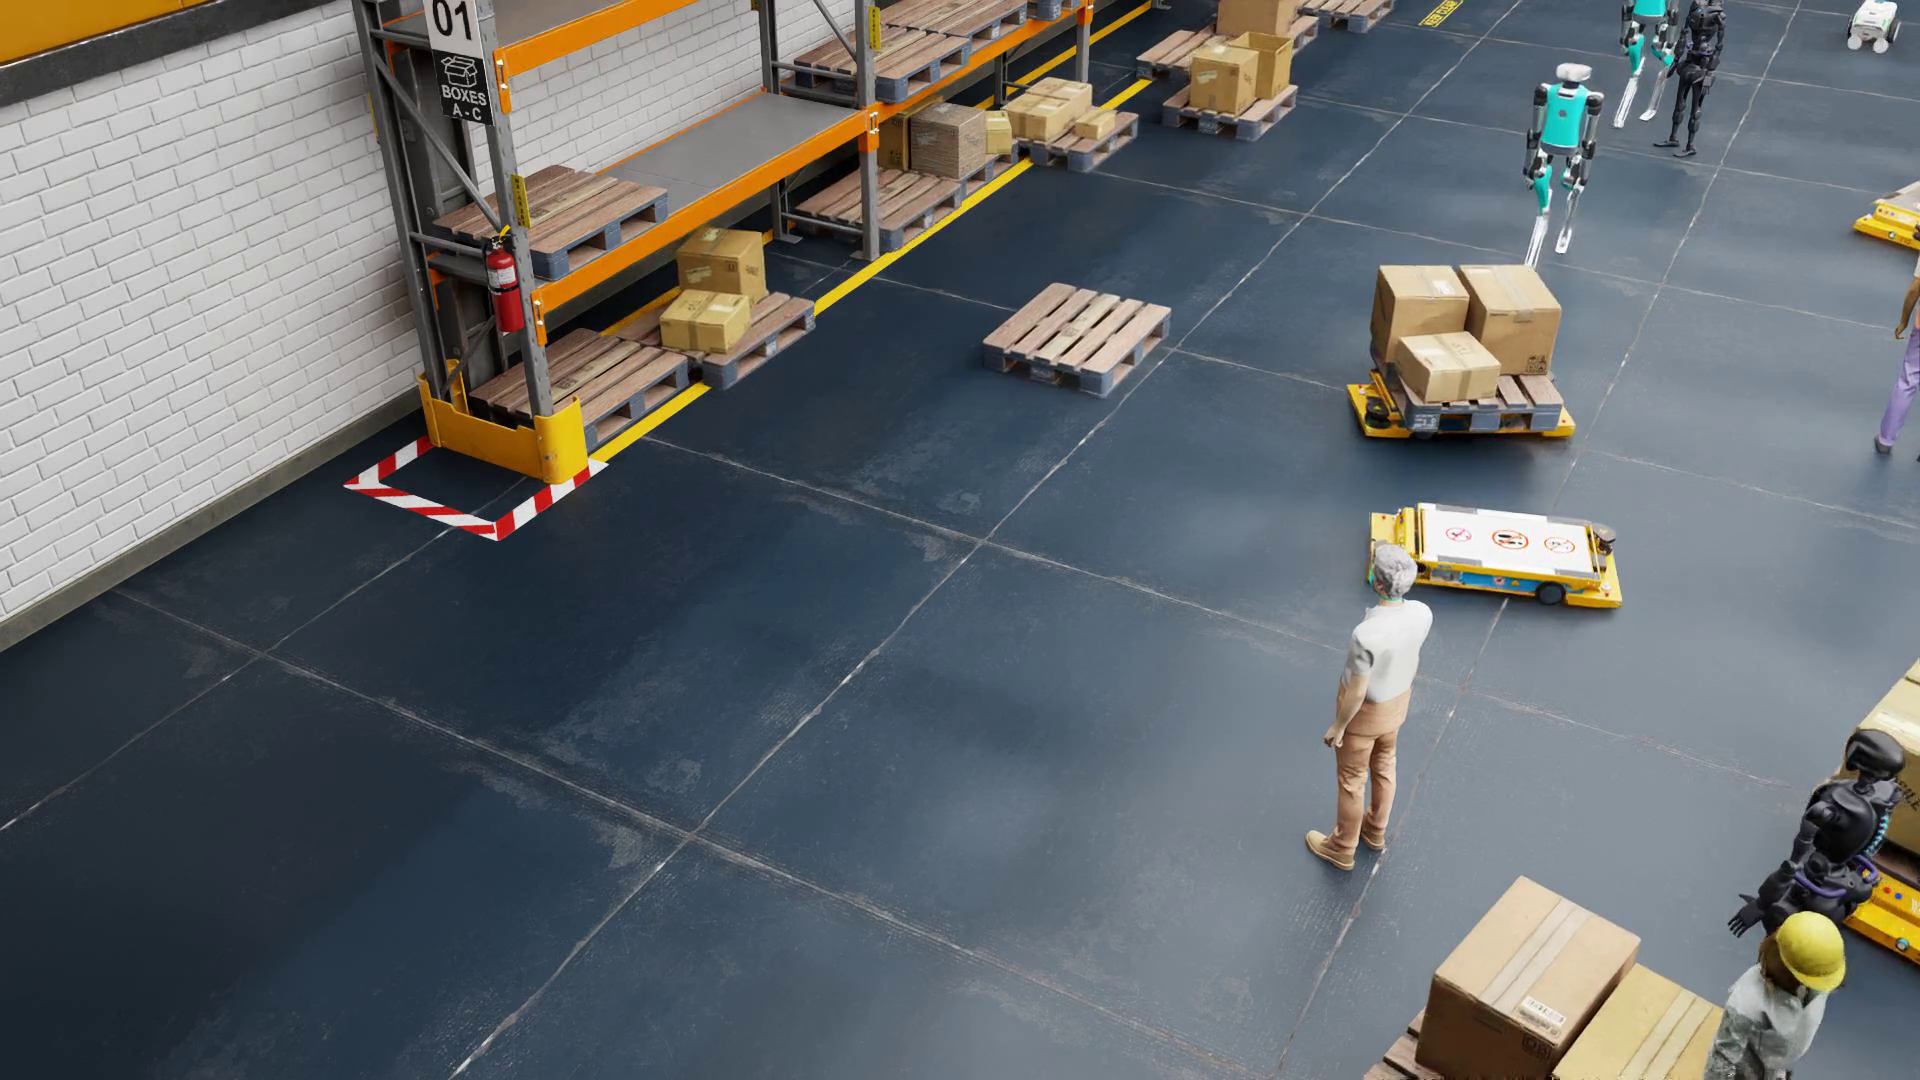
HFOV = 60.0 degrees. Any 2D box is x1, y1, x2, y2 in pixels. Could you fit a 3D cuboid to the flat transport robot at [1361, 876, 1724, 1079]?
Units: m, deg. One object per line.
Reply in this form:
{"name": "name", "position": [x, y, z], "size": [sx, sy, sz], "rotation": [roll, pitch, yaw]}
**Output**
{"name": "flat transport robot", "position": [2.265, 2.409, 6.504], "size": [0.659, 0.231, 1.431], "rotation": [27, 42, 34]}

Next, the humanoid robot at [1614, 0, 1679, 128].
{"name": "humanoid robot", "position": [6.775, -4.941, 16.308], "size": [0.580, 1.775, 0.889], "rotation": [24, 40, 32]}

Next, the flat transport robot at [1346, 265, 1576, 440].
{"name": "flat transport robot", "position": [3.480, -0.952, 11.588], "size": [1.431, 0.231, 0.659], "rotation": [-1, 33, -1]}

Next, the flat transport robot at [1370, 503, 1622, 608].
{"name": "flat transport robot", "position": [3.211, 0.084, 10.021], "size": [1.431, 0.231, 0.659], "rotation": [7, 34, 10]}

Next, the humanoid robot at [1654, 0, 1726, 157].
{"name": "humanoid robot", "position": [6.895, -4.436, 15.570], "size": [0.315, 1.657, 0.599], "rotation": [-8, 34, -12]}

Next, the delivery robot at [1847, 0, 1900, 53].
{"name": "delivery robot", "position": [10.279, -5.835, 18.702], "size": [0.509, 0.578, 0.749], "rotation": [21, 39, 28]}

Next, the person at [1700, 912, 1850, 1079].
{"name": "person", "position": [2.822, 1.942, 5.898], "size": [0.516, 1.714, 0.385], "rotation": [-17, 37, -24]}

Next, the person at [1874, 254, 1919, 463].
{"name": "person", "position": [6.374, -1.358, 10.775], "size": [0.562, 1.842, 0.393], "rotation": [21, 39, 28]}

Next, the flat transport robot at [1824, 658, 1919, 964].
{"name": "flat transport robot", "position": [4.730, 1.521, 7.847], "size": [1.431, 0.231, 0.659], "rotation": [-28, 43, -35]}

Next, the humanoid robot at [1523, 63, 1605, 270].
{"name": "humanoid robot", "position": [4.904, -3.047, 13.476], "size": [0.533, 1.783, 1.011], "rotation": [20, 39, 28]}

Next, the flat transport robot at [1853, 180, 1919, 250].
{"name": "flat transport robot", "position": [8.467, -2.853, 14.465], "size": [1.431, 0.231, 0.659], "rotation": [-23, 40, -31]}

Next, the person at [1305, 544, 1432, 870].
{"name": "person", "position": [1.885, 0.772, 7.639], "size": [0.495, 1.745, 0.308], "rotation": [-21, 39, -29]}

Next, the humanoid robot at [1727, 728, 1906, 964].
{"name": "humanoid robot", "position": [3.428, 1.426, 6.715], "size": [0.591, 1.652, 0.341], "rotation": [-16, 37, -23]}
